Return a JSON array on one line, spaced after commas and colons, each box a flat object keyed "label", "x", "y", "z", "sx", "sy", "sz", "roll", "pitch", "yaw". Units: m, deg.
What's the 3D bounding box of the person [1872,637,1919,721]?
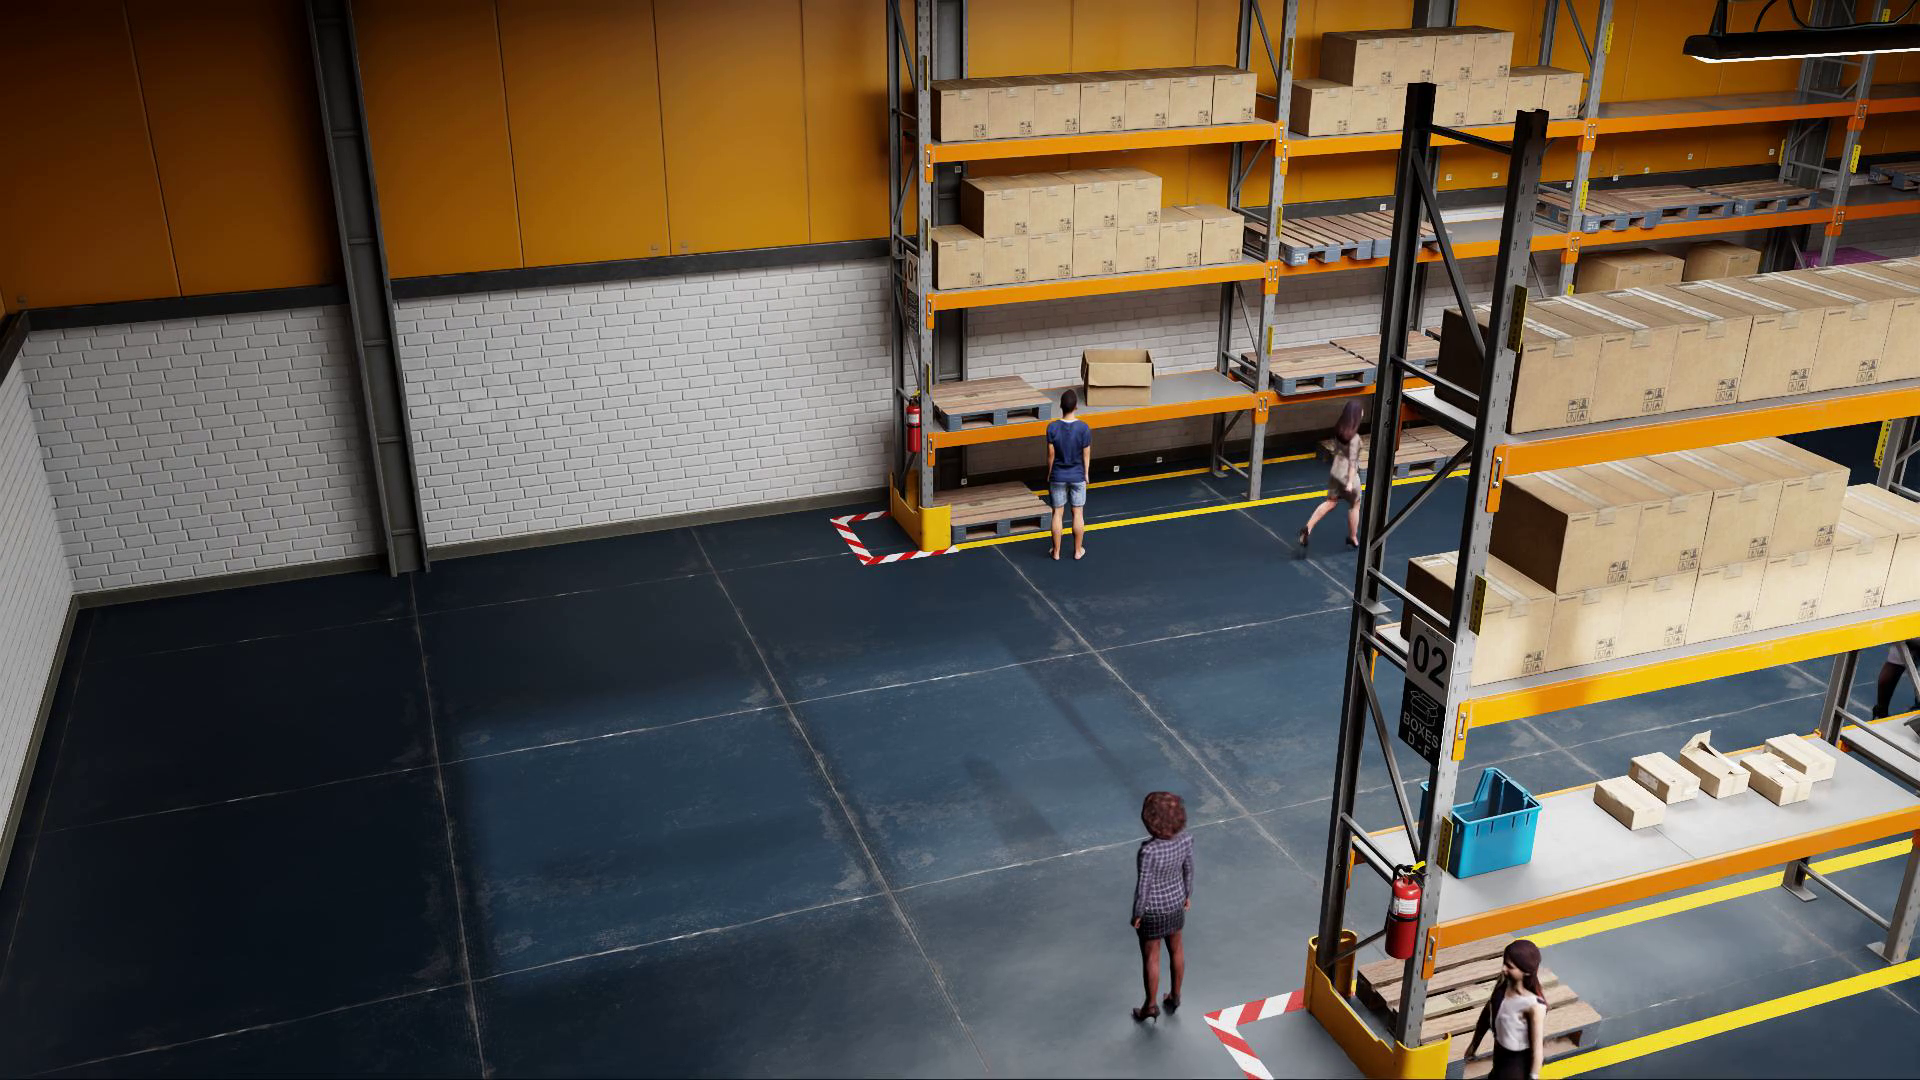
[{"label": "person", "x": 8.086, "y": 0.817, "z": 14.154, "sx": 0.773, "sy": 1.735, "sz": 0.747, "roll": -4, "pitch": 24, "yaw": -9}]

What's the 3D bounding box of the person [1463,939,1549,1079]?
[{"label": "person", "x": 3.199, "y": 2.944, "z": 9.418, "sx": 0.799, "sy": 1.631, "sz": 0.622, "roll": -4, "pitch": 24, "yaw": -8}]

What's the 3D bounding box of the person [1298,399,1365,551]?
[{"label": "person", "x": 3.969, "y": -0.639, "z": 17.501, "sx": 1.073, "sy": 1.721, "sz": 0.621, "roll": -9, "pitch": 25, "yaw": -21}]

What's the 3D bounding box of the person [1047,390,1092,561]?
[{"label": "person", "x": 1.131, "y": -0.674, "z": 17.422, "sx": 0.626, "sy": 1.850, "sz": 0.754, "roll": 1, "pitch": 24, "yaw": 2}]

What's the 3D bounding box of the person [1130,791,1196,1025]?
[{"label": "person", "x": 1.296, "y": 2.362, "z": 10.666, "sx": 0.537, "sy": 1.698, "sz": 0.720, "roll": -13, "pitch": 27, "yaw": -28}]
